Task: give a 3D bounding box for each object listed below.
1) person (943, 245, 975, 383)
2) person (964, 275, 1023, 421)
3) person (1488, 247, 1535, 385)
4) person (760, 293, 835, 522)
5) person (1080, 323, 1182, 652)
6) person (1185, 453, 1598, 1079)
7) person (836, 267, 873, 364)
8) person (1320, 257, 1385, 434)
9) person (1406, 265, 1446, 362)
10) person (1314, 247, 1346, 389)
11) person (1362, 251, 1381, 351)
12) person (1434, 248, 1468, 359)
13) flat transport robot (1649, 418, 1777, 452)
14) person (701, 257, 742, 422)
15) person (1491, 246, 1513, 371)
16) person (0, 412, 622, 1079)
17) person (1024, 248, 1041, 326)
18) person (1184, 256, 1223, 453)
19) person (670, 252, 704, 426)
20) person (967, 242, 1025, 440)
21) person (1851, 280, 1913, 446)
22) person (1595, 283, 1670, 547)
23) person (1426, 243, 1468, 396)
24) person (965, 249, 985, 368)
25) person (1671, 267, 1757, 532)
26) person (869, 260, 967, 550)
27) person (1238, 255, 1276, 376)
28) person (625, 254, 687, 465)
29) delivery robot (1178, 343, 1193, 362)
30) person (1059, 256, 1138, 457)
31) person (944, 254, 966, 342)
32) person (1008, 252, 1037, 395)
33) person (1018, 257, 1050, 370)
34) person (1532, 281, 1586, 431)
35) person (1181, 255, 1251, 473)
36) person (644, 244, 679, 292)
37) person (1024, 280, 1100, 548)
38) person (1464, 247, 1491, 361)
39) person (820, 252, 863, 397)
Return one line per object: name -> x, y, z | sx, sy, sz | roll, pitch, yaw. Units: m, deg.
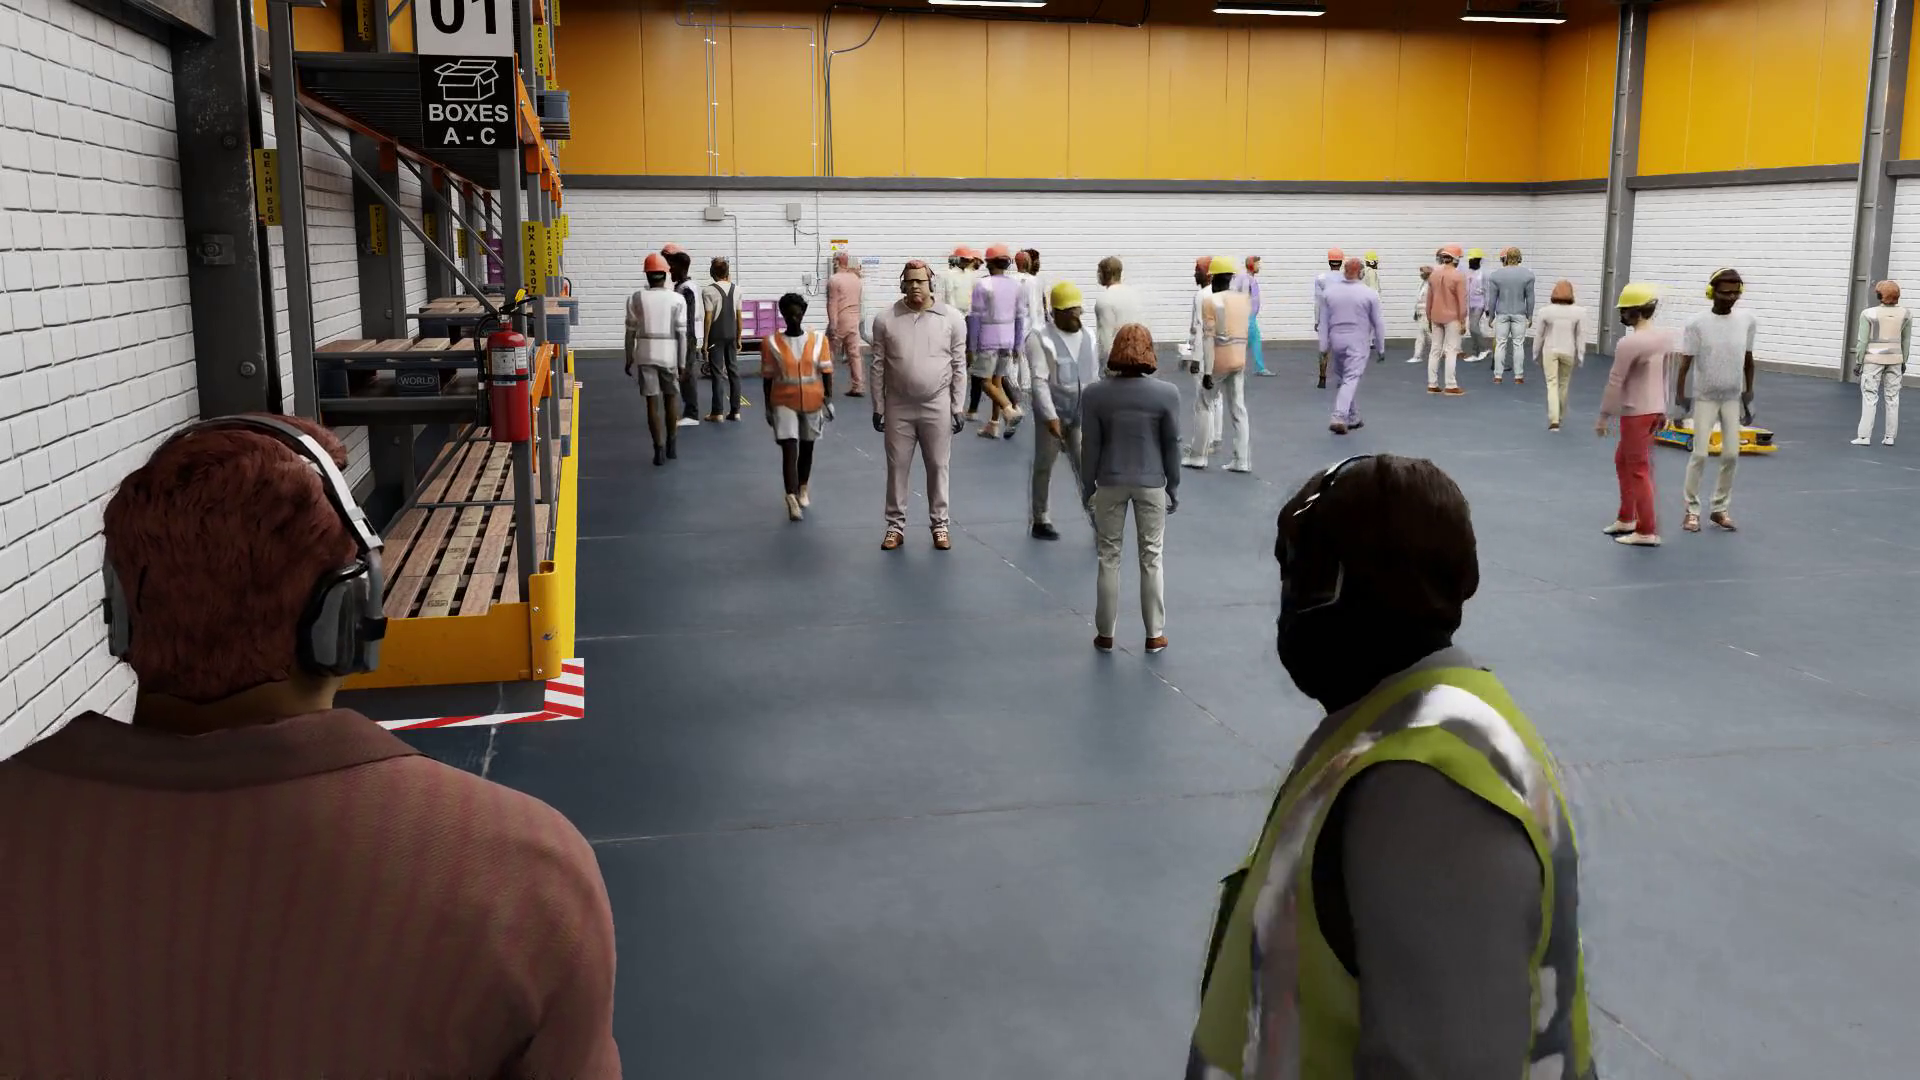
person -> 0.060, -3.165, 23.478 | 0.913, 1.949, 0.605 | 10, 14, 43
person -> 0.373, -2.114, 18.496 | 0.531, 1.665, 0.867 | -9, 14, -41
person -> 7.769, -3.152, 23.464 | 0.627, 1.936, 0.372 | 4, 11, 22
person -> -1.210, -1.009, 12.358 | 0.528, 1.655, 0.864 | -3, 11, -16
person -> 0.842, -0.250, 8.223 | 0.500, 1.633, 0.280 | 1, 10, 7
person -> 0.464, 0.818, 1.859 | 0.433, 1.806, 0.700 | 2, 10, 10
person -> -1.670, -3.719, 27.564 | 0.776, 1.598, 0.503 | -8, 13, -39
person -> 4.152, -2.054, 17.617 | 0.662, 1.861, 1.004 | 8, 13, 37
person -> 7.827, -3.777, 27.803 | 0.683, 1.619, 0.523 | -1, 10, -8
person -> 5.138, -3.047, 22.866 | 0.545, 1.942, 0.354 | 2, 11, 14
person -> 7.586, -4.422, 30.784 | 0.404, 1.832, 0.599 | -1, 10, -8
person -> 8.439, -4.062, 28.636 | 0.801, 1.908, 0.346 | -5, 11, -25
flat transport robot -> 7.302, -1.041, 16.378 | 0.652, 0.197, 1.431 | -2, 10, -10
person -> -2.677, -2.245, 18.687 | 0.513, 1.845, 0.335 | -9, 13, -40
person -> 8.520, -3.616, 26.024 | 0.366, 1.939, 0.542 | 4, 11, 19
person -> -0.614, 0.837, 1.513 | 0.655, 1.893, 0.419 | -1, 10, -7
person -> 0.912, -3.216, 23.846 | 0.961, 1.934, 0.604 | 2, 10, 9
person -> 2.376, -1.783, 16.019 | 0.337, 1.882, 0.584 | 6, 12, 29
person -> -3.026, -2.201, 18.339 | 0.370, 1.893, 0.708 | -3, 11, -17
person -> 0.405, -2.002, 16.866 | 0.615, 2.022, 0.752 | -7, 13, -36
person -> 9.120, -1.741, 16.452 | 0.514, 1.645, 0.308 | 1, 10, 3
person -> 4.482, -0.840, 11.163 | 0.547, 1.745, 0.609 | -8, 13, -38
person -> 6.428, -2.899, 21.903 | 0.401, 1.989, 0.623 | -7, 12, -35
person -> 0.061, -3.696, 26.599 | 0.666, 1.890, 0.624 | 2, 10, 9
person -> 5.254, -0.972, 11.618 | 0.553, 1.849, 0.442 | 1, 10, 4
person -> -0.277, -0.880, 10.955 | 0.645, 1.908, 0.408 | 0, 10, 1
person -> 4.333, -3.366, 24.988 | 0.768, 1.827, 0.587 | 3, 11, 17
person -> -2.801, -1.668, 15.319 | 0.568, 1.899, 0.887 | -2, 11, -13
delivery robot -> 3.758, -2.950, 25.912 | 0.707, 0.478, 0.477 | 1, 10, 4
person -> 1.376, -1.685, 15.479 | 0.994, 1.888, 0.646 | 8, 13, 37
person -> 0.028, -3.815, 27.501 | 0.632, 1.806, 0.663 | 1, 10, 7
person -> 0.823, -2.844, 21.905 | 0.356, 1.883, 0.572 | -8, 13, -38
person -> 1.087, -3.498, 25.683 | 0.528, 1.834, 0.894 | -10, 14, -43
person -> 6.463, -1.995, 17.990 | 0.519, 1.579, 0.842 | 2, 10, 11
person -> 2.271, -1.552, 14.709 | 0.614, 1.890, 0.843 | -8, 13, -36
person -> -4.192, -3.241, 23.868 | 0.637, 1.975, 1.029 | -9, 13, -40
person -> 0.729, -0.827, 11.026 | 0.587, 1.768, 0.949 | -5, 11, -25
person -> 8.638, -3.933, 27.870 | 0.436, 1.913, 0.597 | -3, 11, -15
person -> -1.614, -2.801, 21.691 | 0.861, 1.873, 0.675 | 7, 13, 36
